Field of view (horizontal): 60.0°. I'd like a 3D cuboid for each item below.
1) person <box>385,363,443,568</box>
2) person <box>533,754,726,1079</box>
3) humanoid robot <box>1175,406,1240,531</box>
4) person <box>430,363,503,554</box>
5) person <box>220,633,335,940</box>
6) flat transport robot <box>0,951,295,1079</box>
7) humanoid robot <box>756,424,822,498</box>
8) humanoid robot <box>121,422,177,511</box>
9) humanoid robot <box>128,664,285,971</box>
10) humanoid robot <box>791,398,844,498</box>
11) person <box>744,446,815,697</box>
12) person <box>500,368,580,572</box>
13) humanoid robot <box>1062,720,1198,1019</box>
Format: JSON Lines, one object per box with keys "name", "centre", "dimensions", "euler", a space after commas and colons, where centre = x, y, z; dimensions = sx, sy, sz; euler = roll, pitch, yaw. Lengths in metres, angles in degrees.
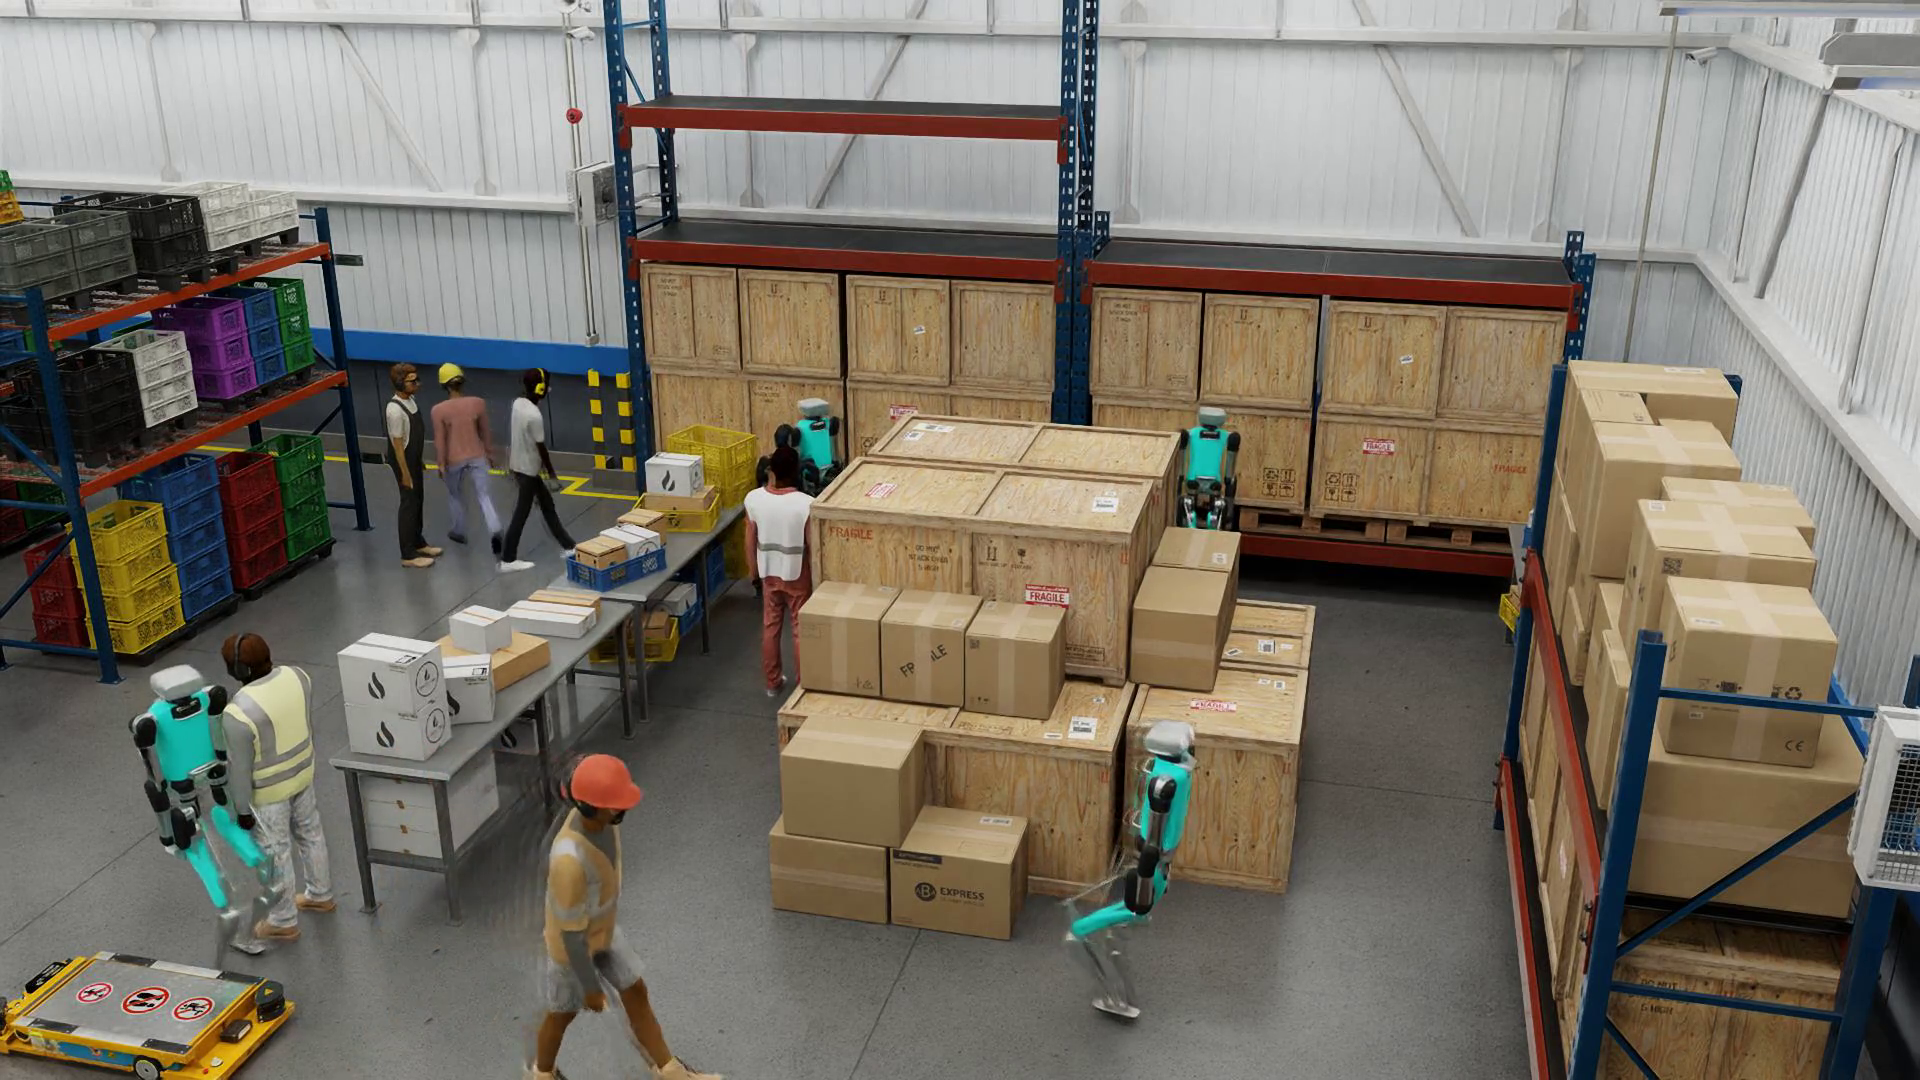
{"name": "person", "centre": [-4.818, -0.658, 14.579], "dimensions": [0.345, 1.838, 0.500], "euler": [-1, 21, -3]}
{"name": "person", "centre": [-1.633, 1.872, 7.742], "dimensions": [1.070, 1.974, 0.629], "euler": [4, 21, 10]}
{"name": "humanoid robot", "centre": [1.968, -0.166, 13.315], "dimensions": [0.541, 1.710, 0.760], "euler": [0, 21, 0]}
{"name": "person", "centre": [-4.412, -0.725, 14.901], "dimensions": [0.538, 1.720, 0.831], "euler": [-15, 25, -34]}
{"name": "person", "centre": [-3.835, 1.364, 9.290], "dimensions": [0.430, 1.837, 0.627], "euler": [7, 22, 18]}
{"name": "flat transport robot", "centre": [-4.270, 2.464, 8.601], "dimensions": [1.431, 0.231, 0.659], "euler": [5, 22, 13]}
{"name": "humanoid robot", "centre": [-1.369, -0.182, 13.572], "dimensions": [0.587, 1.629, 0.555], "euler": [2, 21, 5]}
{"name": "humanoid robot", "centre": [-7.223, -0.570, 14.644], "dimensions": [0.540, 1.899, 0.724], "euler": [6, 22, 14]}
{"name": "humanoid robot", "centre": [-3.952, 1.565, 8.938], "dimensions": [0.659, 1.826, 0.538], "euler": [12, 24, 29]}
{"name": "humanoid robot", "centre": [-1.027, -0.220, 13.645], "dimensions": [0.715, 1.839, 0.530], "euler": [19, 28, 40]}
{"name": "person", "centre": [-1.263, 0.254, 12.075], "dimensions": [0.595, 1.914, 0.371], "euler": [8, 22, 19]}
{"name": "person", "centre": [-3.664, -0.619, 14.490], "dimensions": [0.922, 1.810, 0.522], "euler": [-11, 23, -26]}
{"name": "humanoid robot", "centre": [0.808, 1.757, 8.519], "dimensions": [0.739, 1.869, 0.536], "euler": [7, 22, 19]}
